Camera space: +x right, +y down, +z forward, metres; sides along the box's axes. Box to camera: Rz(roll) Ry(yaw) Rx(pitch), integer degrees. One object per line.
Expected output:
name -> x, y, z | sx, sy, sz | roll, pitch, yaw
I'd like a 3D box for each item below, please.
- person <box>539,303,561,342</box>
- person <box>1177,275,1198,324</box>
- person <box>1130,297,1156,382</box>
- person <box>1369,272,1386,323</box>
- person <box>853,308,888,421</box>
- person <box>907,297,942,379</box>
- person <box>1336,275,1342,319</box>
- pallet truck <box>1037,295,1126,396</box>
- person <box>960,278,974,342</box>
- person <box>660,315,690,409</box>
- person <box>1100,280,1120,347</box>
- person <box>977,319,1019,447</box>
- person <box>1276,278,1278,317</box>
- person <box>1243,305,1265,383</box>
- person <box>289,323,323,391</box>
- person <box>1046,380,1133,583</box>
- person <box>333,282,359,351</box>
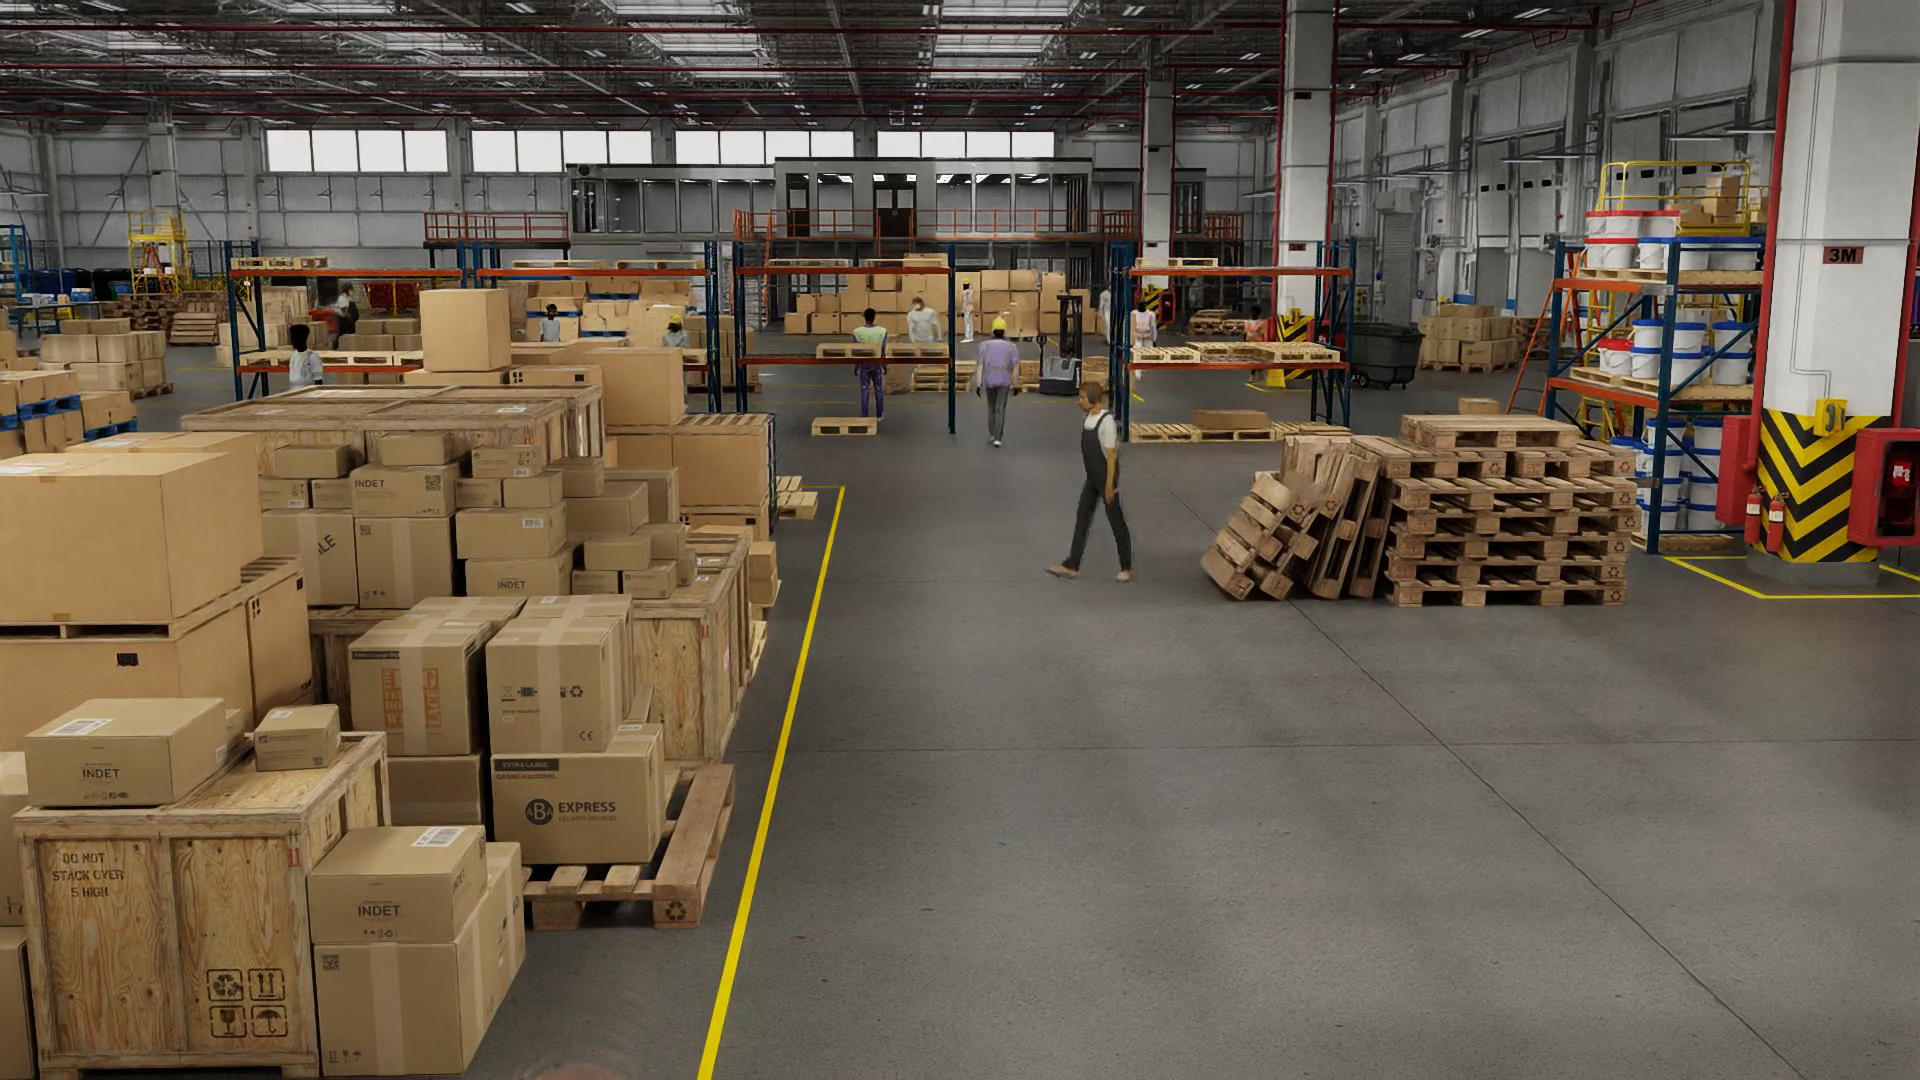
person -> -7.796, -3.589, 31.810 | 0.328, 1.865, 0.518 | 7, 12, 35
person -> 8.286, -8.665, 59.996 | 0.963, 1.887, 0.576 | -2, 10, -8
person -> 3.938, -4.333, 36.053 | 0.643, 1.833, 0.439 | 0, 10, -1
person -> 14.990, -8.639, 59.703 | 0.602, 1.949, 0.396 | 7, 12, 34
person -> -1.512, -2.966, 28.183 | 0.592, 1.919, 0.392 | -2, 10, -11
person -> -0.755, -4.177, 35.038 | 0.717, 1.885, 0.632 | 1, 10, 4
person -> 14.794, -9.633, 65.120 | 0.394, 1.990, 0.618 | 0, 10, 1
pallet truck -> 2.483, -3.881, 33.060 | 1.885, 1.965, 0.823 | -7, 13, -36
person -> 0.214, -6.933, 50.259 | 0.369, 1.928, 0.585 | 5, 11, 27
person -> -5.170, -3.195, 30.088 | 0.561, 1.719, 0.412 | 0, 10, 2
person -> 4.307, -6.542, 48.082 | 0.631, 1.925, 0.652 | -4, 11, -23
person -> 0.578, -2.360, 24.909 | 0.610, 1.873, 0.999 | 1, 10, 6
person -> 13.023, -9.980, 67.474 | 0.636, 1.842, 0.429 | -1, 10, -6
person -> 6.388, -4.245, 35.939 | 0.638, 1.681, 0.539 | -10, 14, -44
person -> -8.644, -1.873, 21.959 | 0.602, 1.967, 0.366 | 7, 13, 35
person -> 1.235, -0.514, 14.861 | 0.665, 1.827, 0.595 | -5, 11, -25
person -> -16.135, -5.810, 43.687 | 0.972, 2.000, 0.678 | 1, 10, 4
